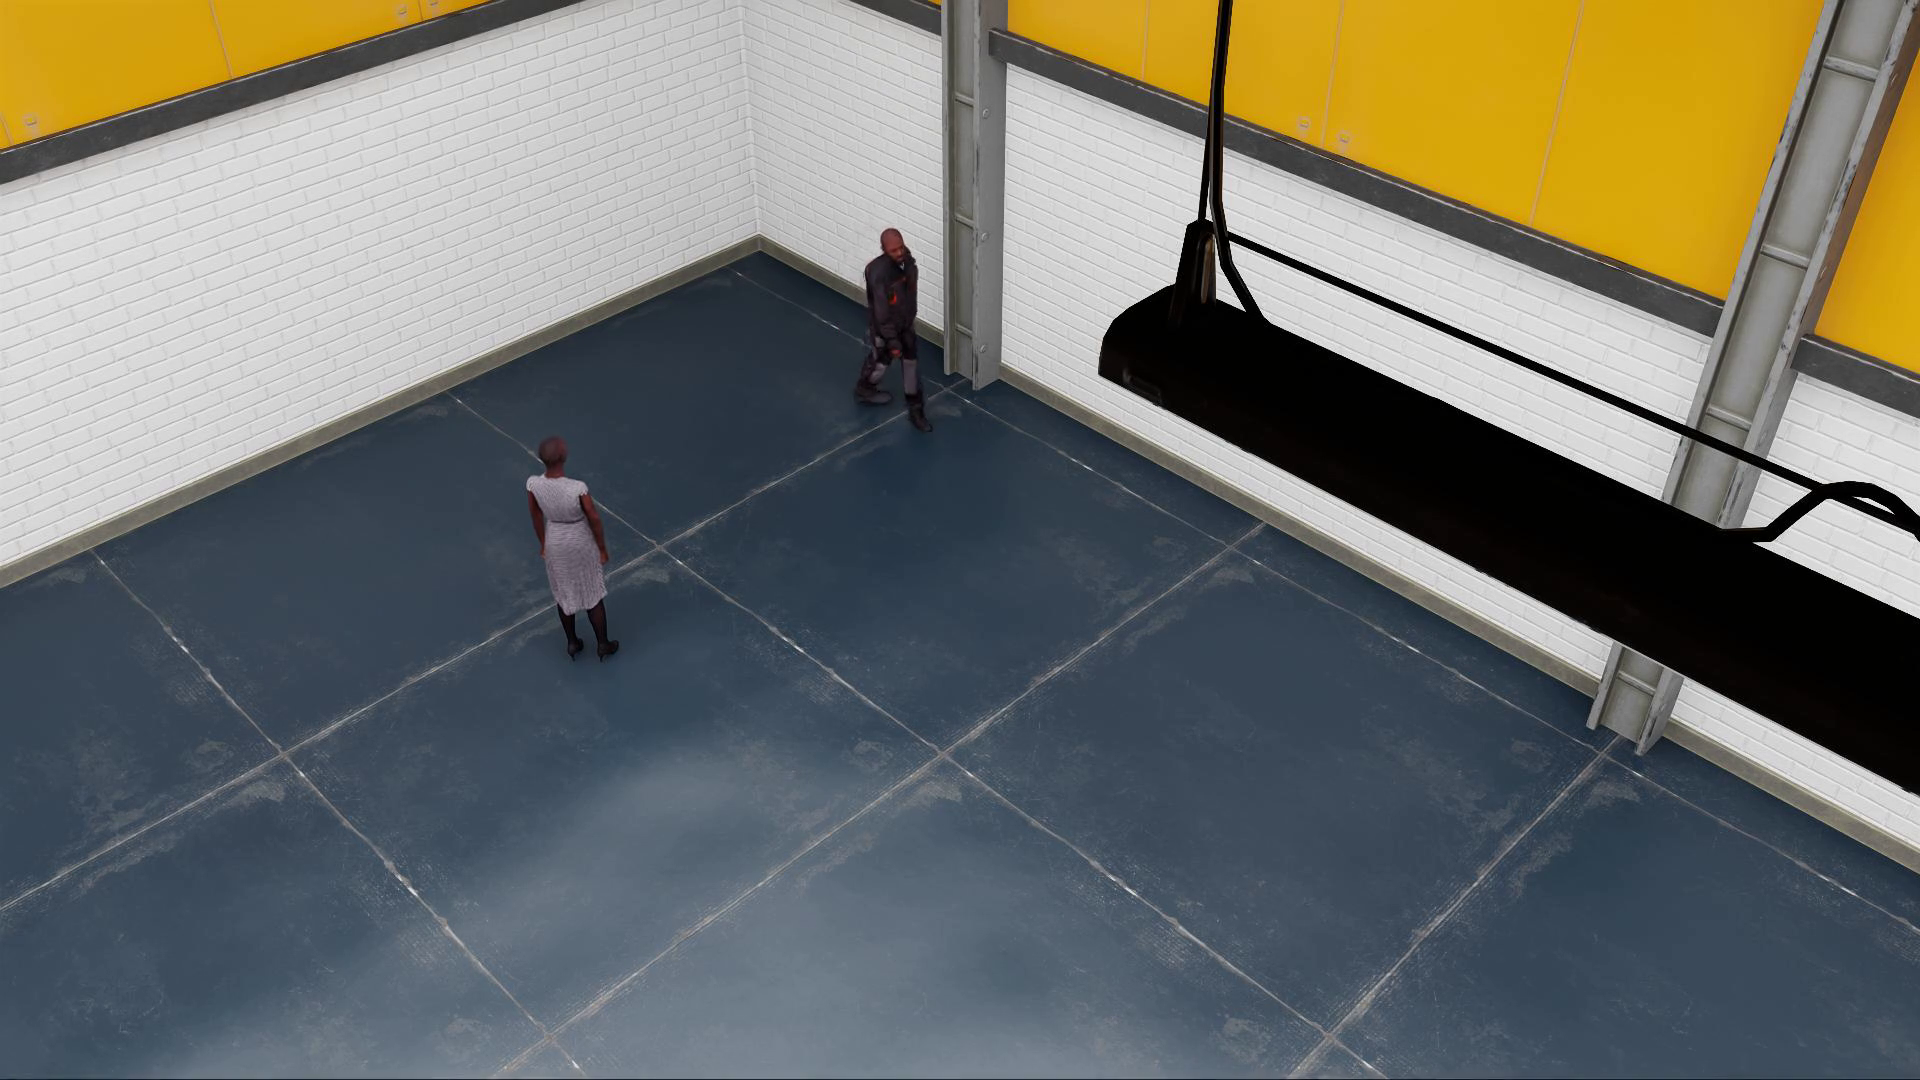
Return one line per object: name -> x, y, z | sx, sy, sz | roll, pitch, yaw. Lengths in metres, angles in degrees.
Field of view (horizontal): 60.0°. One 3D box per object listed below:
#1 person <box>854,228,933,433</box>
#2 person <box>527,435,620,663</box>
person -> -0.591, -1.743, 13.181 | 1.058, 1.767, 0.709 | 24, 44, 27
person -> -2.543, 0.078, 10.883 | 0.656, 1.789, 0.749 | 5, 39, 7
